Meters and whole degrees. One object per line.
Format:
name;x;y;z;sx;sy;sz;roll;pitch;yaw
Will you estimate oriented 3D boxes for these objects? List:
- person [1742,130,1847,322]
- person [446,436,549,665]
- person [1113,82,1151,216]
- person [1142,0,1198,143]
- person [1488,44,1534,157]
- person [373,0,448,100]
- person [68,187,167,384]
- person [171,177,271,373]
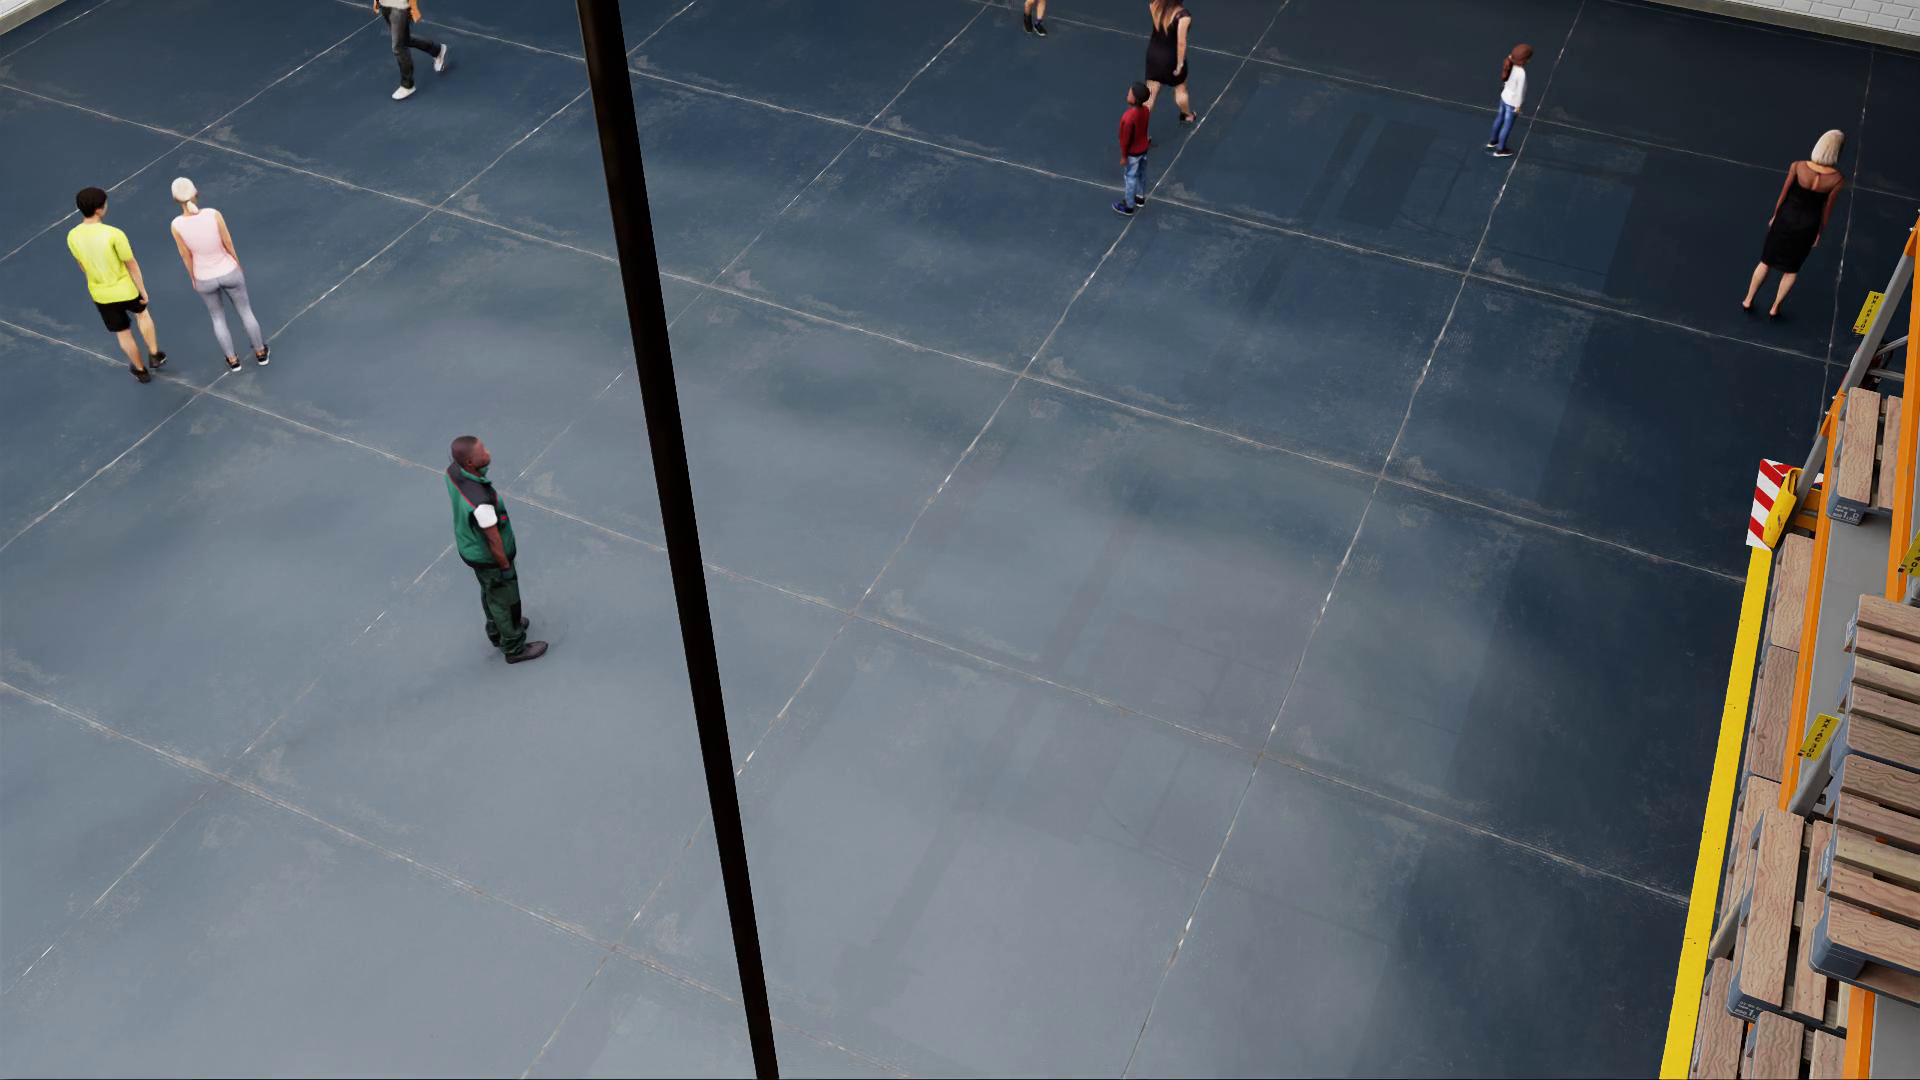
person;6.880;-2.577;13.693;0.607;1.745;0.559;25;49;24
person;-3.077;0.056;10.863;0.772;1.837;0.776;-26;50;-25
person;1.598;-3.553;15.075;0.592;1.253;0.479;27;50;25
person;1.895;-4.513;15.779;0.885;1.671;1.107;34;53;31
person;5.260;-4.223;15.883;0.598;1.109;0.528;-7;44;-8
person;-5.544;-5.354;16.578;0.813;1.787;1.093;28;50;26
person;-6.620;-1.954;13.078;0.749;1.691;0.810;-15;46;-16
person;-5.895;-2.104;13.212;0.624;1.725;0.694;-18;46;-18
